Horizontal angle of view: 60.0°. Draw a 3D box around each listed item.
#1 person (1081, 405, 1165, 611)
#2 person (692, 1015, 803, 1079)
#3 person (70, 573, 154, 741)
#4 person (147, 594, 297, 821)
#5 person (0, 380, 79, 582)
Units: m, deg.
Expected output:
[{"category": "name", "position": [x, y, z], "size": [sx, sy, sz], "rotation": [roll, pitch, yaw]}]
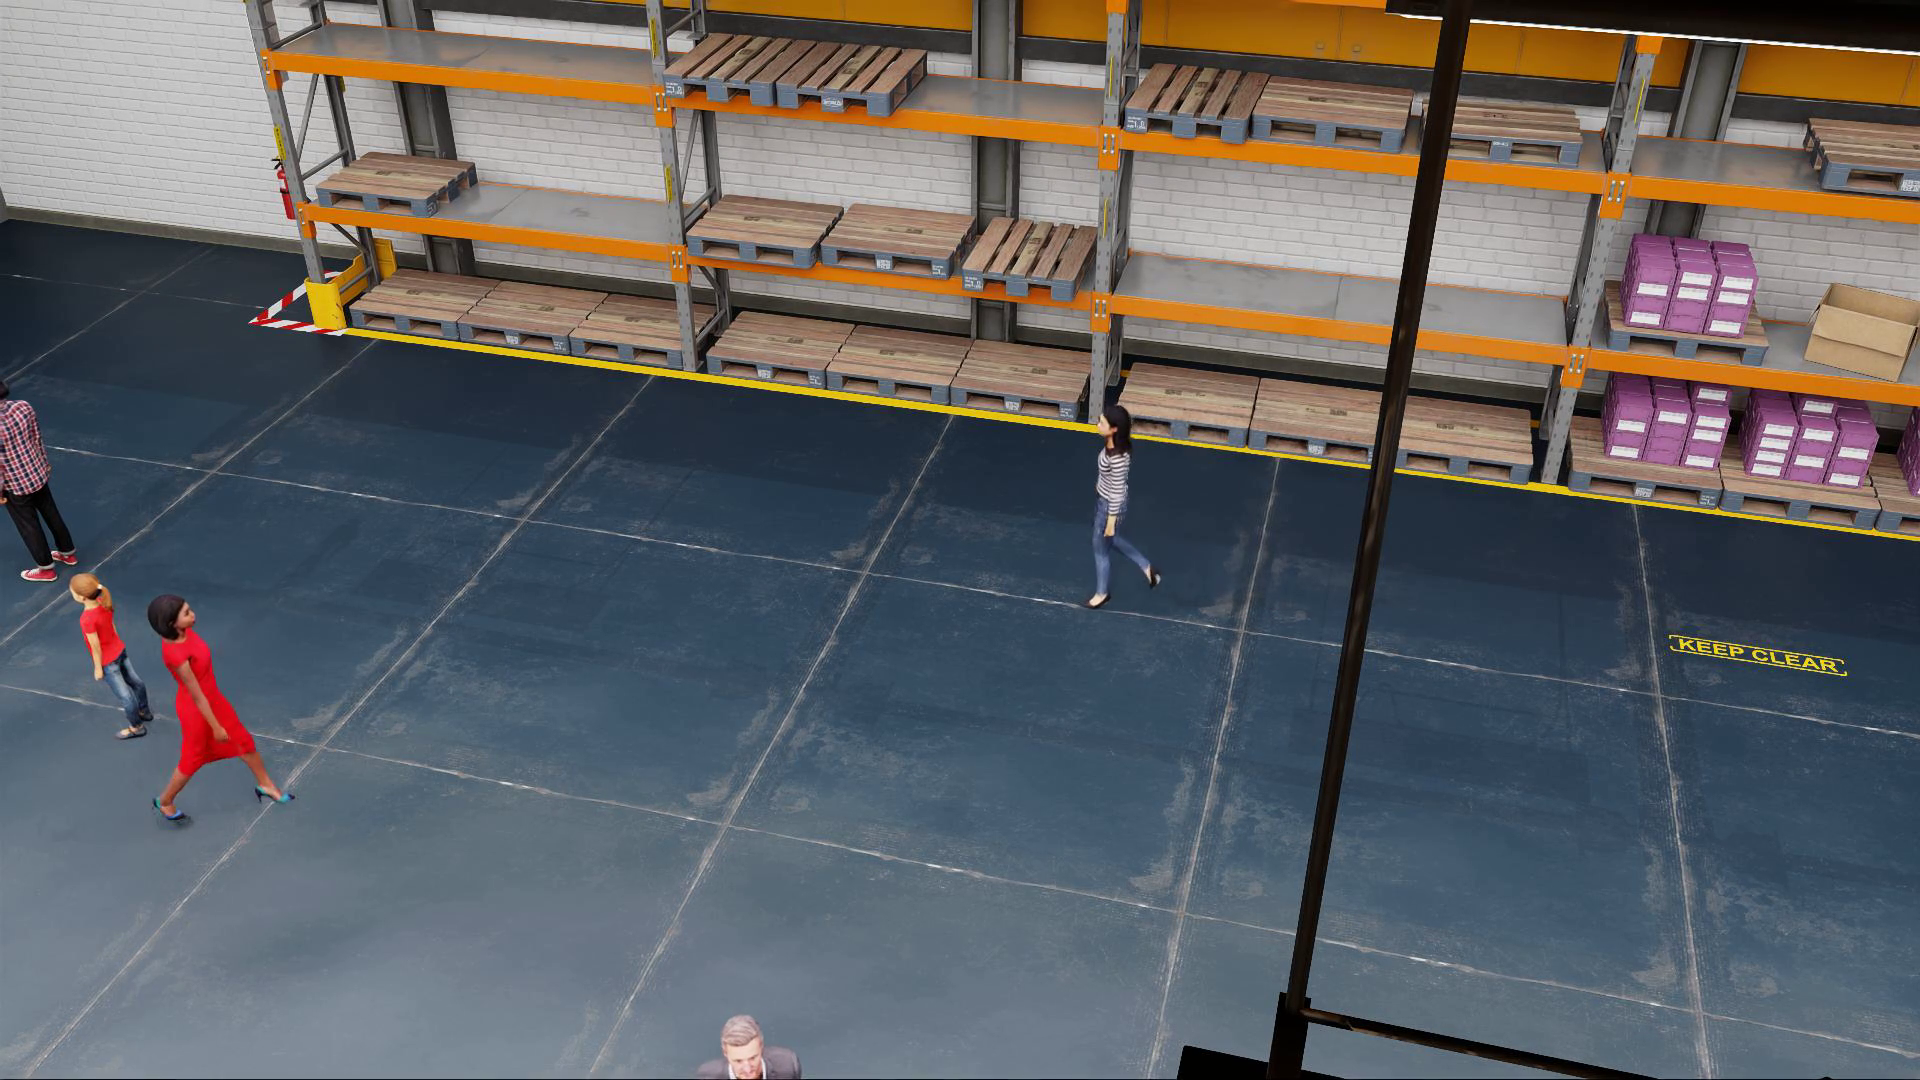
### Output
[{"category": "person", "position": [1.214, -0.217, 12.388], "size": [0.904, 1.783, 0.697], "rotation": [2, 34, 3]}, {"category": "person", "position": [-0.951, 2.861, 7.705], "size": [0.765, 1.842, 0.865], "rotation": [-12, 35, -18]}, {"category": "person", "position": [-5.775, 0.777, 11.320], "size": [0.550, 1.310, 0.525], "rotation": [0, 34, 0]}, {"category": "person", "position": [-4.856, 1.119, 10.451], "size": [1.163, 1.703, 0.937], "rotation": [-8, 34, -12]}, {"category": "person", "position": [-7.239, -0.492, 12.823], "size": [0.595, 1.760, 0.680], "rotation": [9, 35, 13]}]
